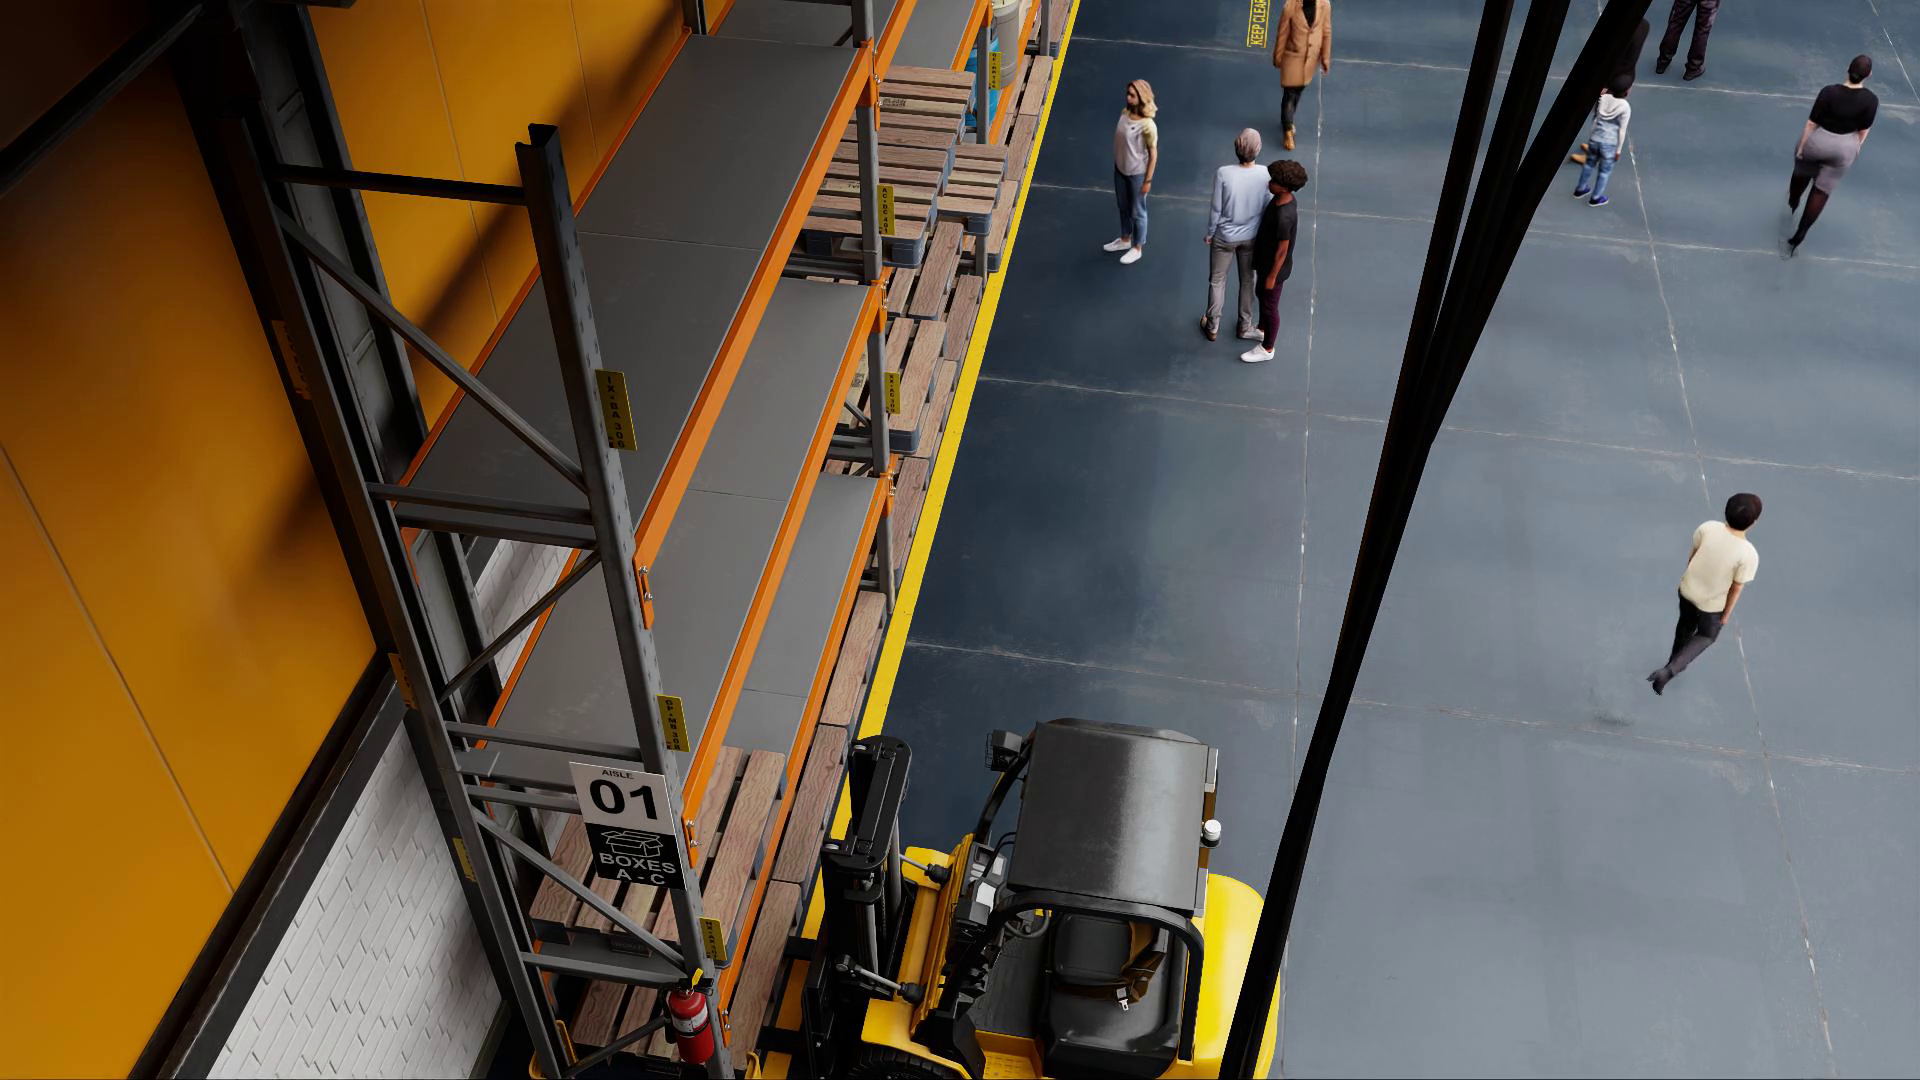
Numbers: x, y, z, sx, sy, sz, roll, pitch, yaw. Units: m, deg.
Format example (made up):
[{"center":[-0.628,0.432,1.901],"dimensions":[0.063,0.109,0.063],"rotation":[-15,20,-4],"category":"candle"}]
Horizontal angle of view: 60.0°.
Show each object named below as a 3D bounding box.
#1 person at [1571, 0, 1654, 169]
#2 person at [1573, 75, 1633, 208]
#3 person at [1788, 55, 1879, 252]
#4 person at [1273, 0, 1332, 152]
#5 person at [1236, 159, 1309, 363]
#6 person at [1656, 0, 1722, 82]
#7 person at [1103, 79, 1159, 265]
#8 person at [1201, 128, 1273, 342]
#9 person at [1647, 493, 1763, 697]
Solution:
[{"center":[6.128,-4.312,15.490],"dimensions":[0.787,1.721,0.668],"rotation":[31,52,28],"category":"person"},{"center":[5.859,-3.646,15.129],"dimensions":[0.631,1.255,0.573],"rotation":[-29,51,-27],"category":"person"},{"center":[7.526,-3.310,14.453],"dimensions":[0.854,1.701,1.176],"rotation":[17,46,17],"category":"person"},{"center":[3.233,-4.677,15.885],"dimensions":[0.834,1.705,0.981],"rotation":[-9,44,-9],"category":"person"},{"center":[2.501,-2.243,13.272],"dimensions":[0.714,1.784,0.550],"rotation":[1,44,1],"category":"person"},{"center":[7.459,-5.578,16.680],"dimensions":[0.776,1.912,0.763],"rotation":[28,50,26],"category":"person"},{"center":[1.494,-3.170,14.289],"dimensions":[0.764,1.723,0.694],"rotation":[-24,48,-23],"category":"person"},{"center":[2.232,-2.453,13.414],"dimensions":[0.712,1.893,0.630],"rotation":[-1,44,-1],"category":"person"},{"center":[4.715,0.395,10.662],"dimensions":[0.934,1.565,0.872],"rotation":[-24,49,-23],"category":"person"}]
